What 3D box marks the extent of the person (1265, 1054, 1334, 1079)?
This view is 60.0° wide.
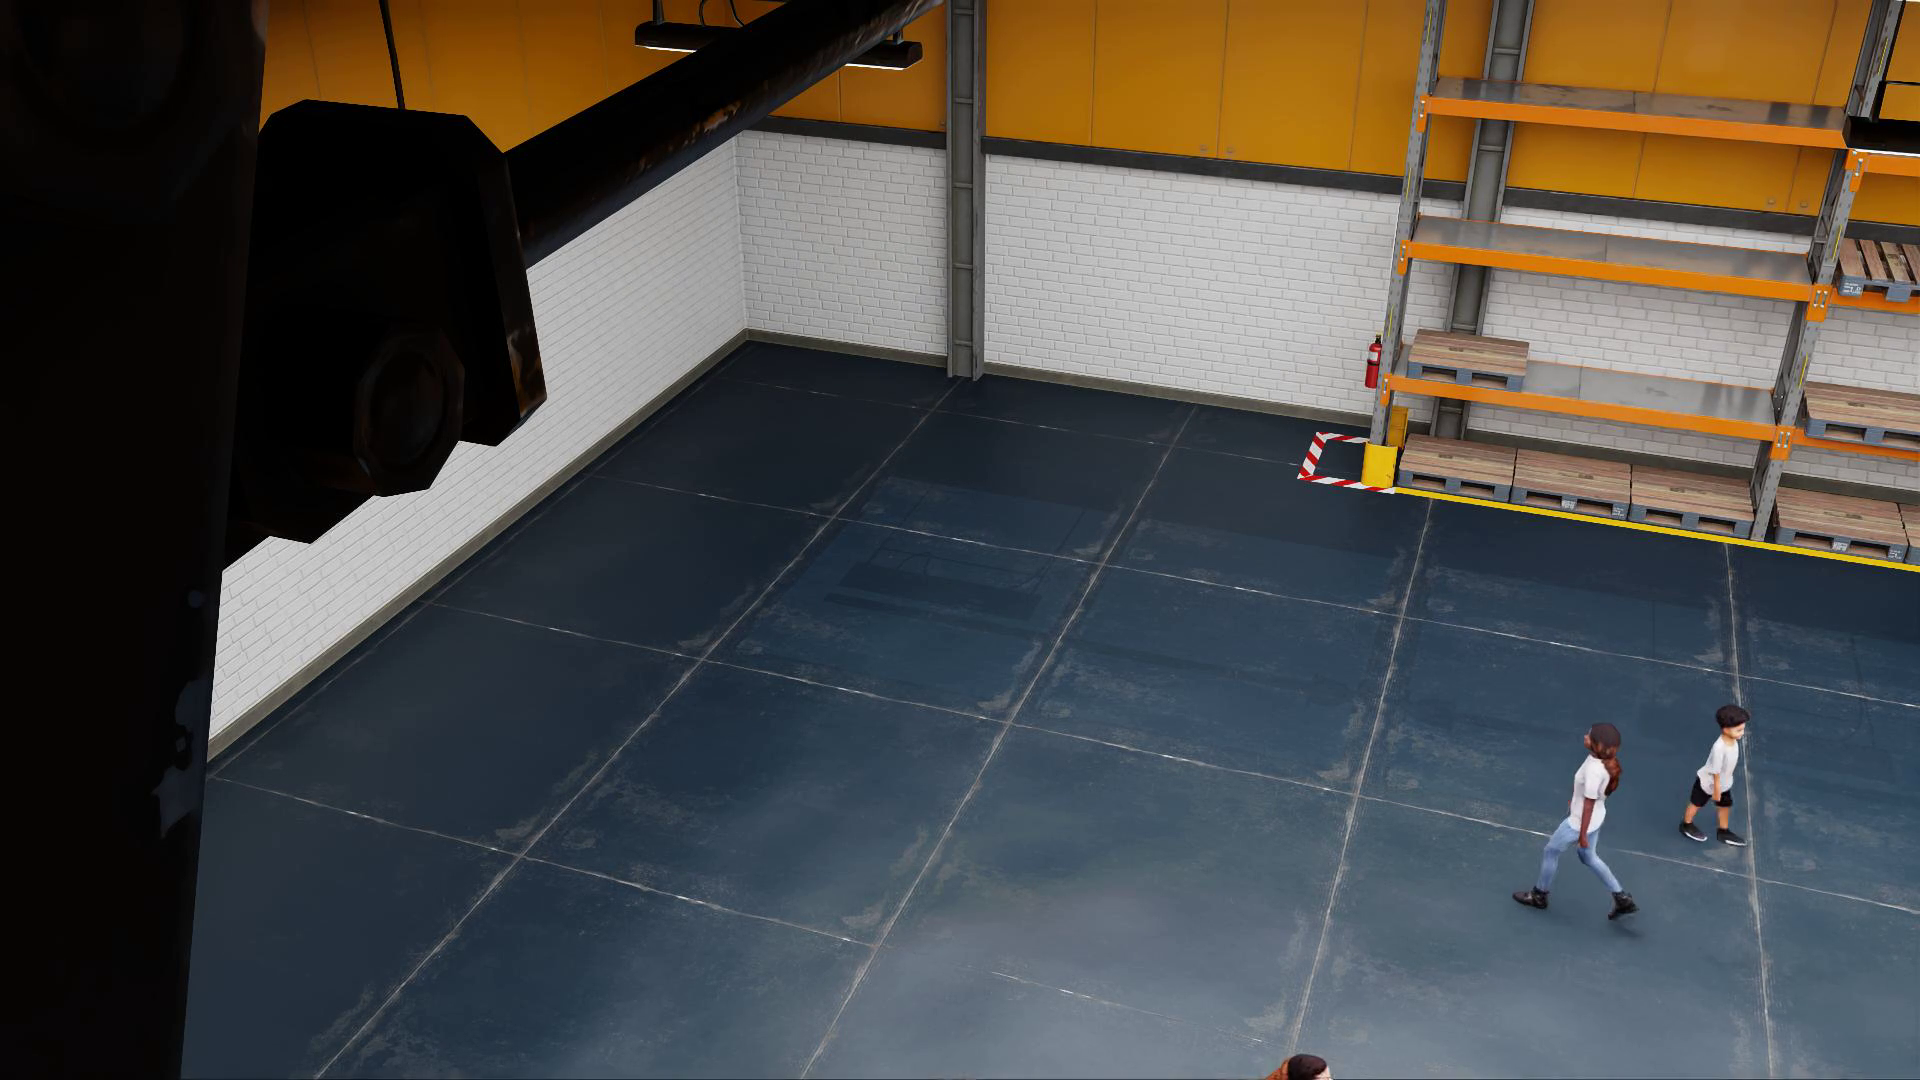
[{"bbox_3d":[1.716,3.509,9.092,0.776,1.824,0.795,2,29,4],"label":"person"}]

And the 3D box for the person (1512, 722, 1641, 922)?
[{"bbox_3d":[4.551,2.041,11.920,1.134,1.691,0.759,18,33,29],"label":"person"}]

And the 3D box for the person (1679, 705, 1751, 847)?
[{"bbox_3d":[5.779,1.788,12.852,0.792,1.242,0.668,25,37,38],"label":"person"}]
